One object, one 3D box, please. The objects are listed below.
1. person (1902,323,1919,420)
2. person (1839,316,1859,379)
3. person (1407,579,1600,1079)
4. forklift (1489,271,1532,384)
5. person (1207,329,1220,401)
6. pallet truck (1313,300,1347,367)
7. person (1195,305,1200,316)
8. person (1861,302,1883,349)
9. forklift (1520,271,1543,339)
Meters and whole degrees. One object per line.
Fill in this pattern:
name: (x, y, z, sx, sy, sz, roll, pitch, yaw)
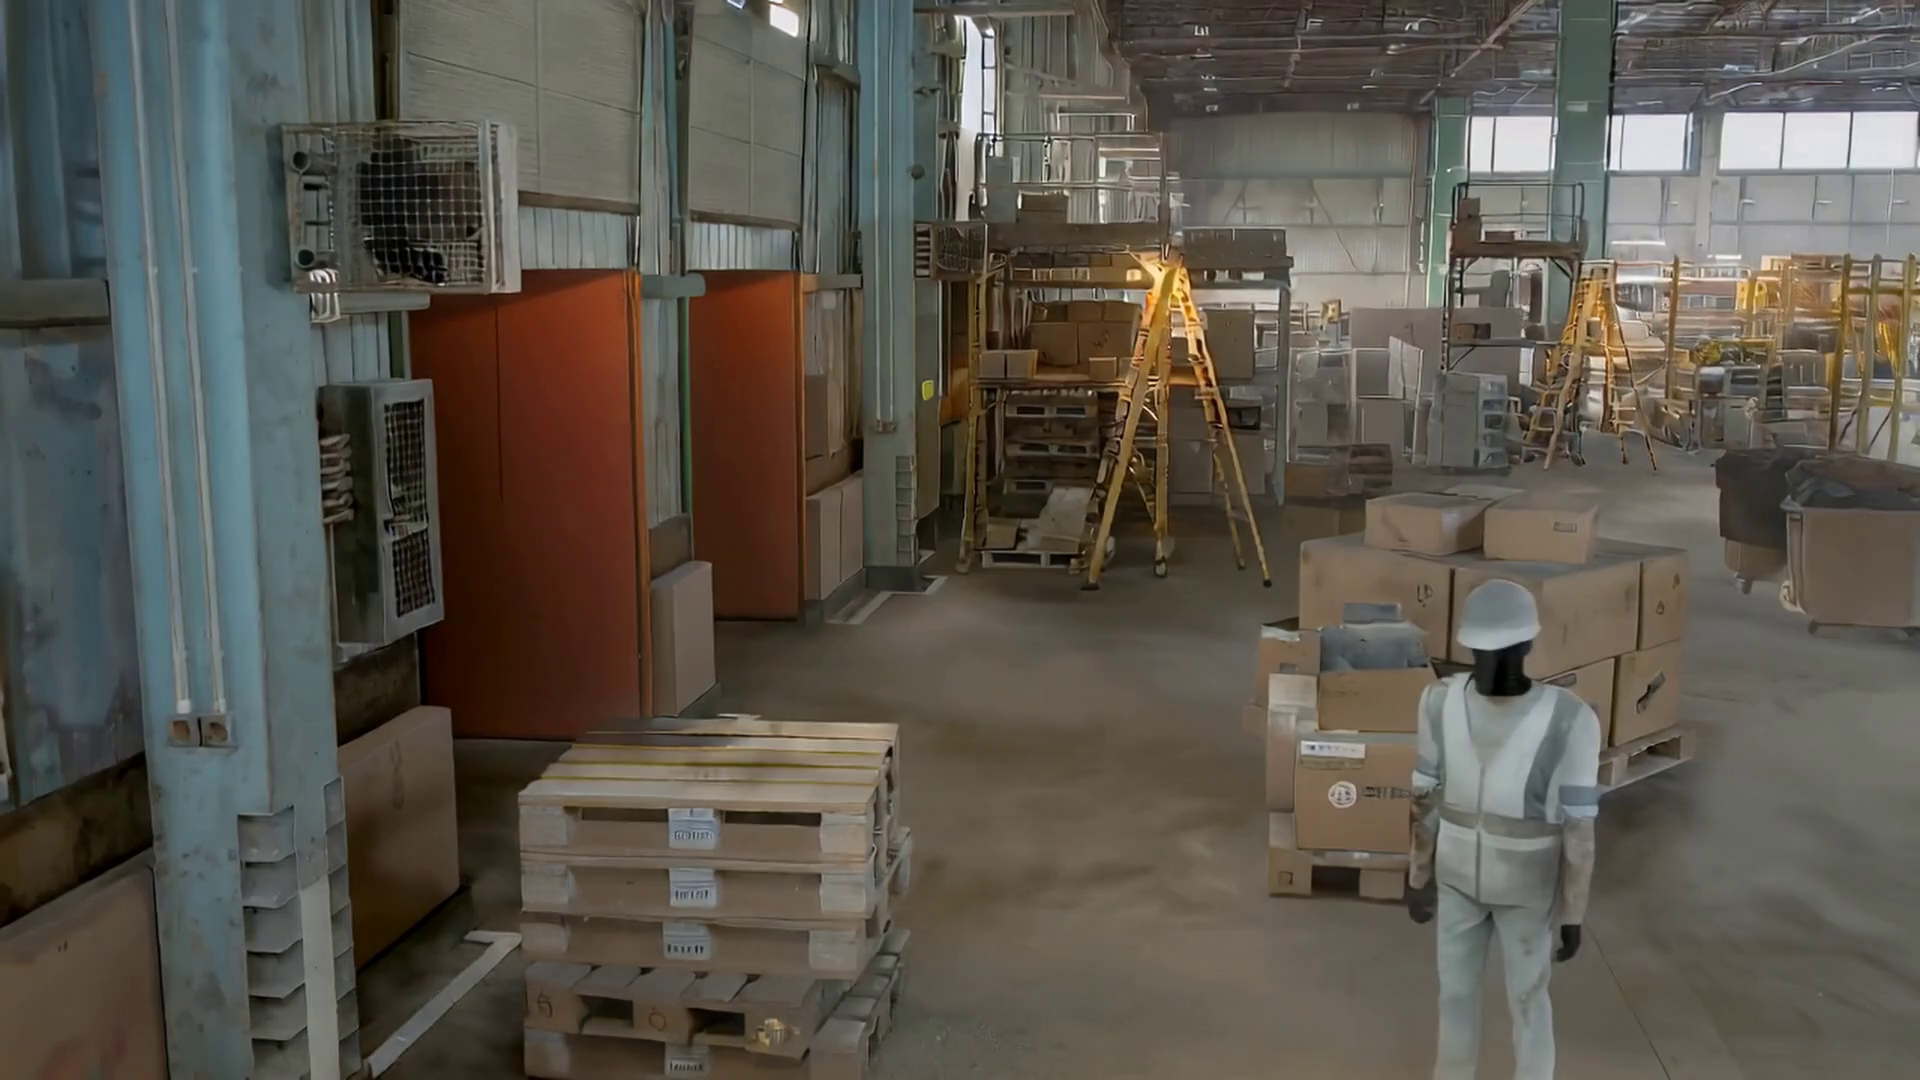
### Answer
person: (18.308, -3.235, 31.897, 0.344, 1.847, 0.505, 5, 10, 27)
person: (19.011, -3.855, 35.605, 0.346, 1.882, 0.578, 8, 12, 39)
person: (1.660, 1.061, 5.190, 0.589, 1.918, 0.399, 8, 12, 41)
forklift: (13.422, -5.322, 41.591, 1.873, 2.768, 1.129, 1, 9, 9)
person: (5.357, -3.635, 35.031, 0.313, 1.634, 0.515, -4, 10, -23)
pallet truck: (11.159, -6.200, 49.718, 0.823, 1.965, 1.885, 4, 10, 26)
person: (6.302, -5.343, 44.651, 0.544, 1.930, 0.389, -5, 10, -28)
person: (29.531, -6.849, 53.905, 0.634, 1.939, 0.367, -2, 9, -10)
forklift: (15.708, -5.934, 45.366, 1.873, 2.768, 1.129, 2, 9, 13)
